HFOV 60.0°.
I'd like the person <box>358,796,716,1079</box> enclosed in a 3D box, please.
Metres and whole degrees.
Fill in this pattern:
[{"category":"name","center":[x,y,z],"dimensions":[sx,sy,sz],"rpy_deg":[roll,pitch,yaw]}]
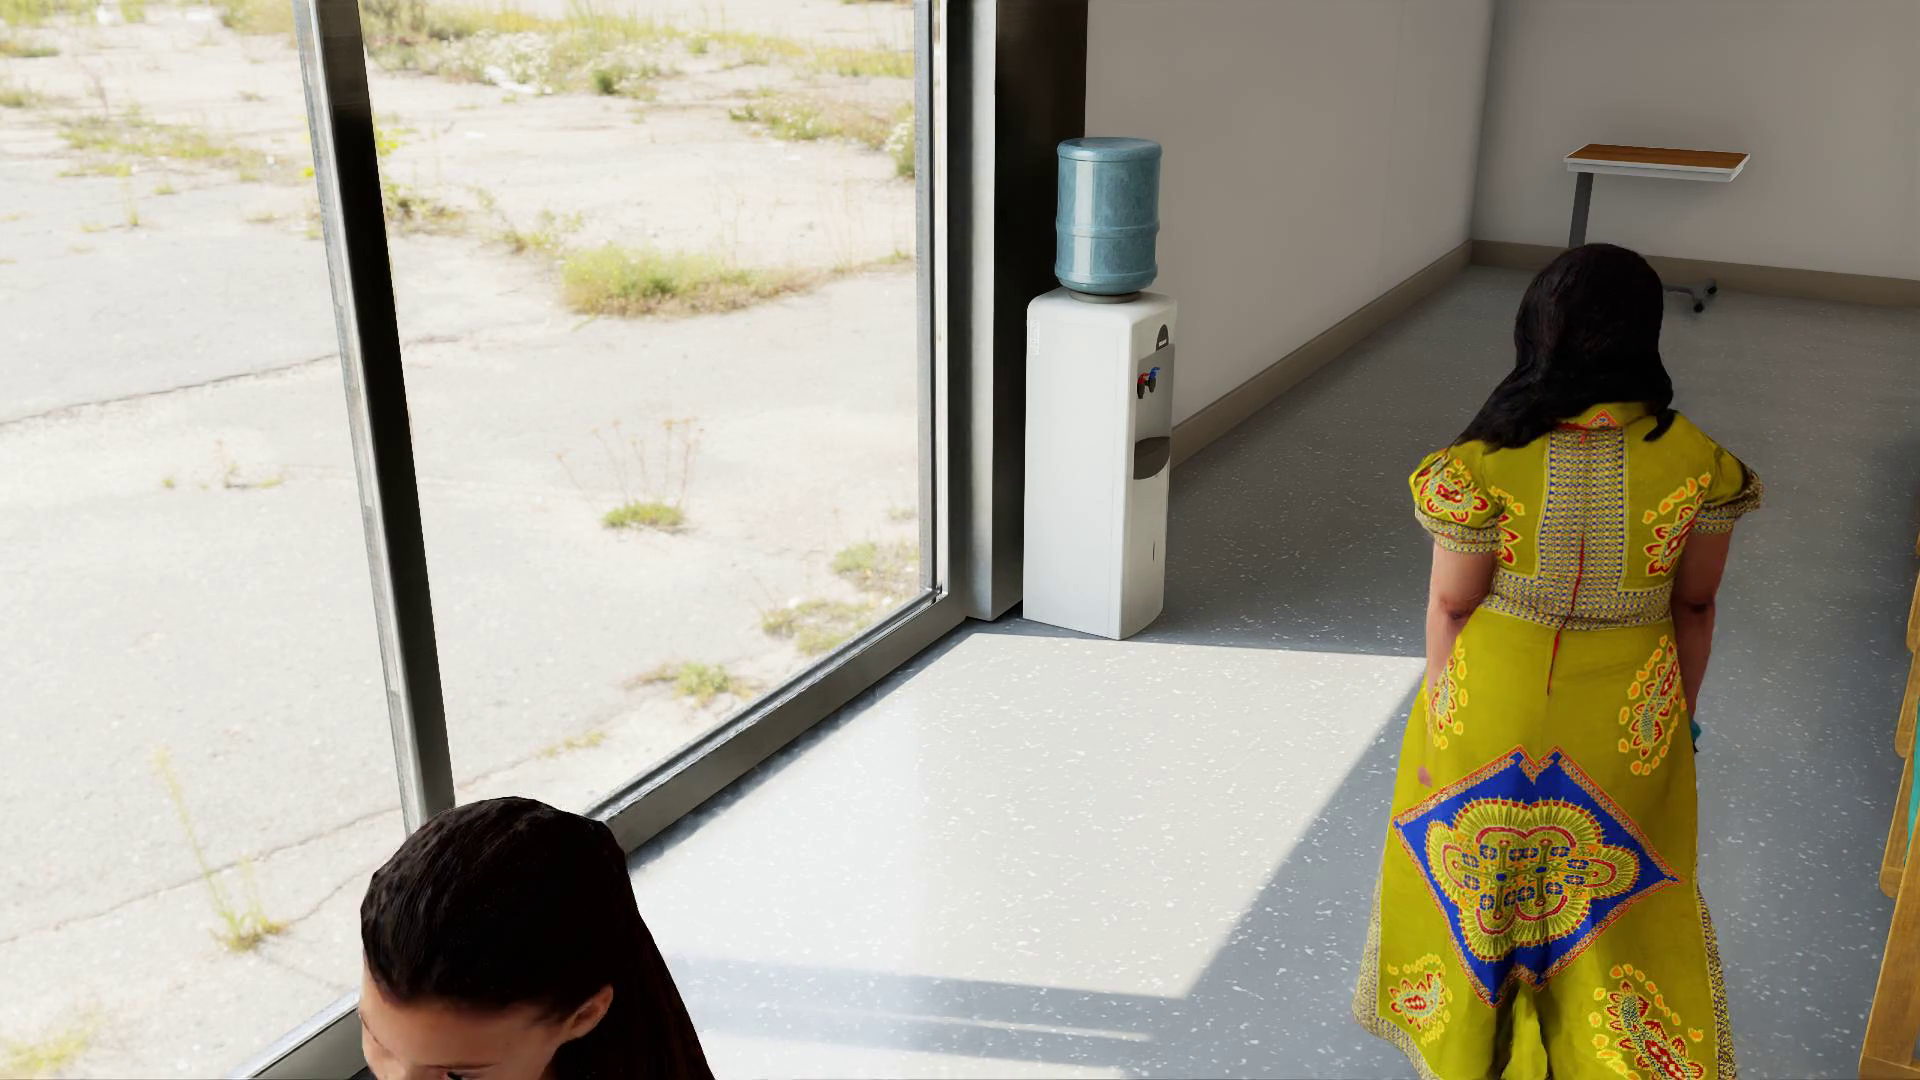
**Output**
[{"category":"person","center":[-0.271,0.863,1.564],"dimensions":[0.794,1.516,0.718],"rpy_deg":[-6,22,-15]}]

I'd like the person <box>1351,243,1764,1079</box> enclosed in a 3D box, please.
[{"category":"person","center":[0.971,0.369,2.710],"dimensions":[1.080,1.635,1.009],"rpy_deg":[3,21,7]}]
